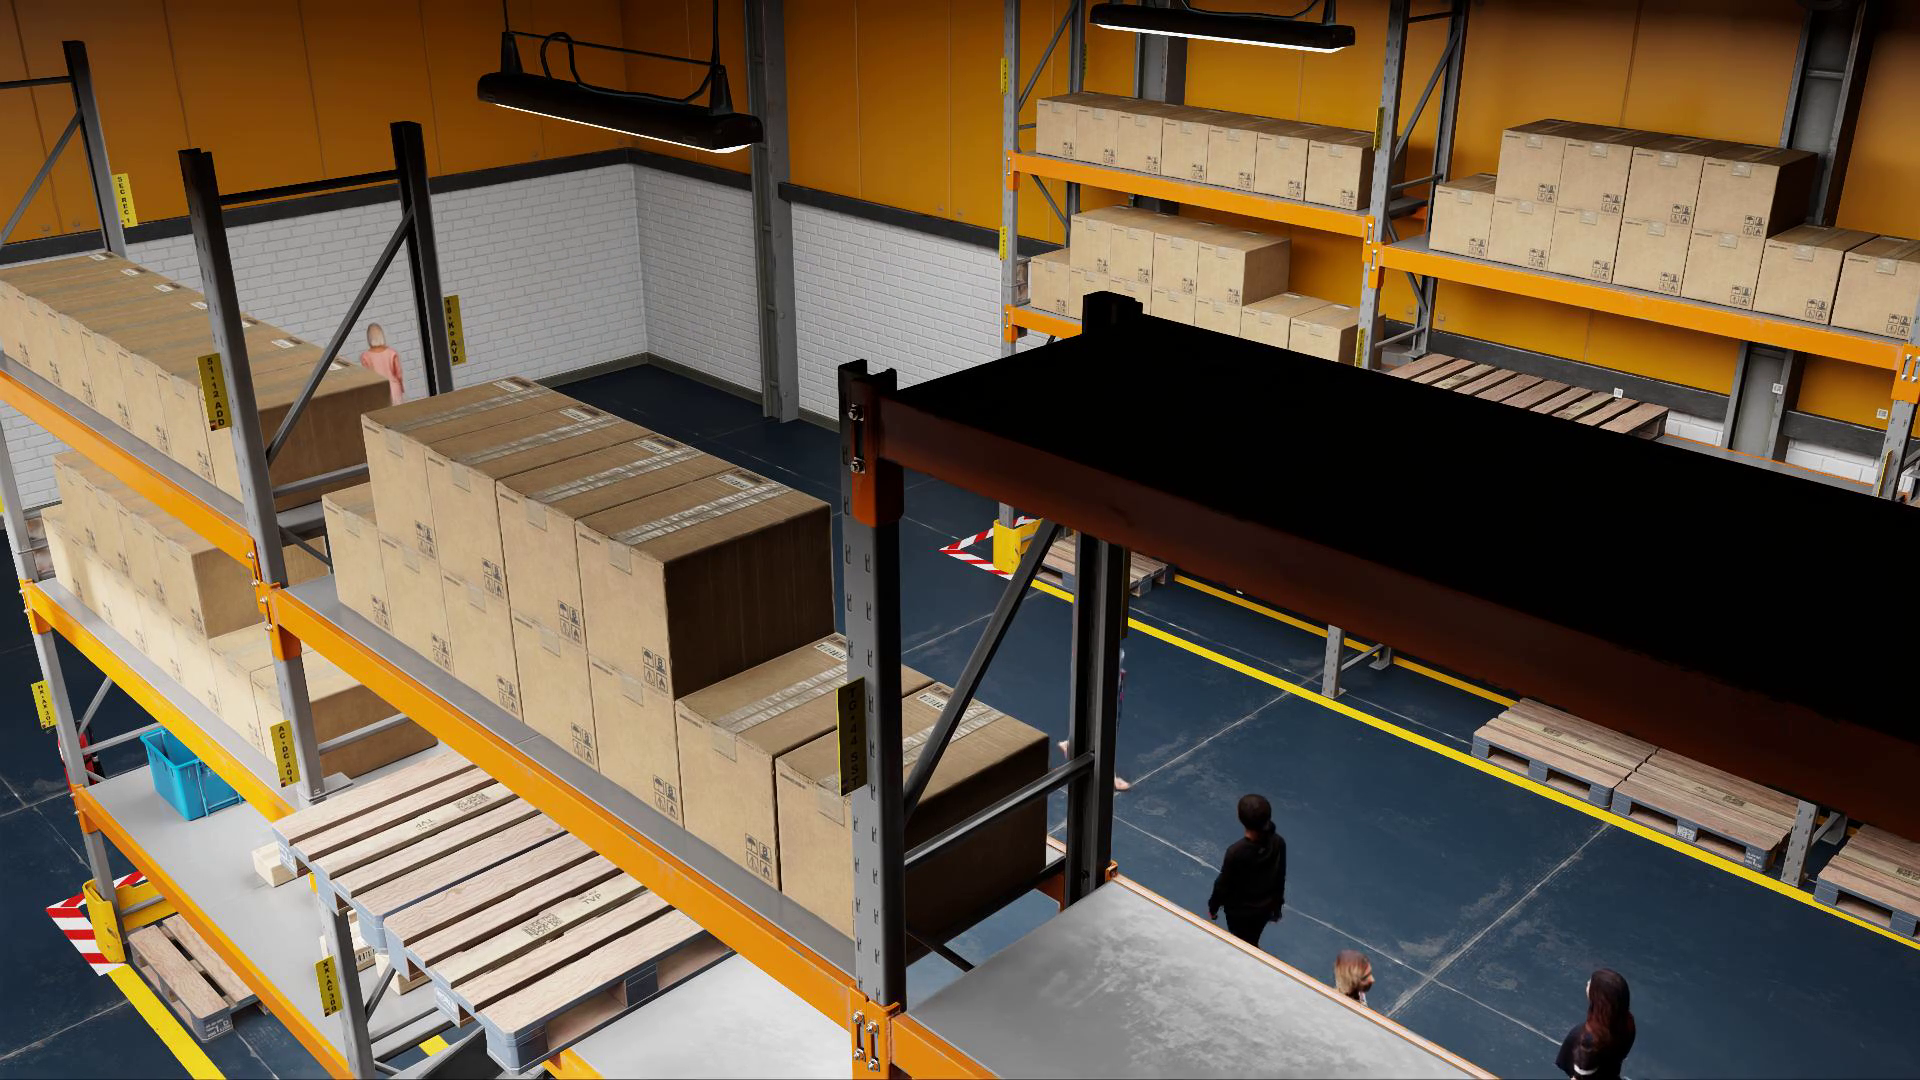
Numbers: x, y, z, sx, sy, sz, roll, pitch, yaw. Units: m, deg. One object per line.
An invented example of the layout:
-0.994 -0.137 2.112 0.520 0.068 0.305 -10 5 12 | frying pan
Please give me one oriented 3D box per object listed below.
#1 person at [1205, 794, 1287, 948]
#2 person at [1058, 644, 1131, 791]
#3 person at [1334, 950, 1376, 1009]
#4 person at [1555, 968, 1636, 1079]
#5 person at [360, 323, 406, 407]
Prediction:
1.876 2.380 10.540 0.814 1.656 0.985 -9 25 -21 | person
1.084 1.247 13.201 0.957 1.600 0.818 8 25 17 | person
2.039 2.951 9.274 0.818 1.623 0.675 14 27 30 | person
3.477 3.069 9.003 0.649 1.625 0.799 -18 29 -35 | person
-6.848 -1.724 19.881 0.886 1.693 1.084 -8 25 -18 | person
